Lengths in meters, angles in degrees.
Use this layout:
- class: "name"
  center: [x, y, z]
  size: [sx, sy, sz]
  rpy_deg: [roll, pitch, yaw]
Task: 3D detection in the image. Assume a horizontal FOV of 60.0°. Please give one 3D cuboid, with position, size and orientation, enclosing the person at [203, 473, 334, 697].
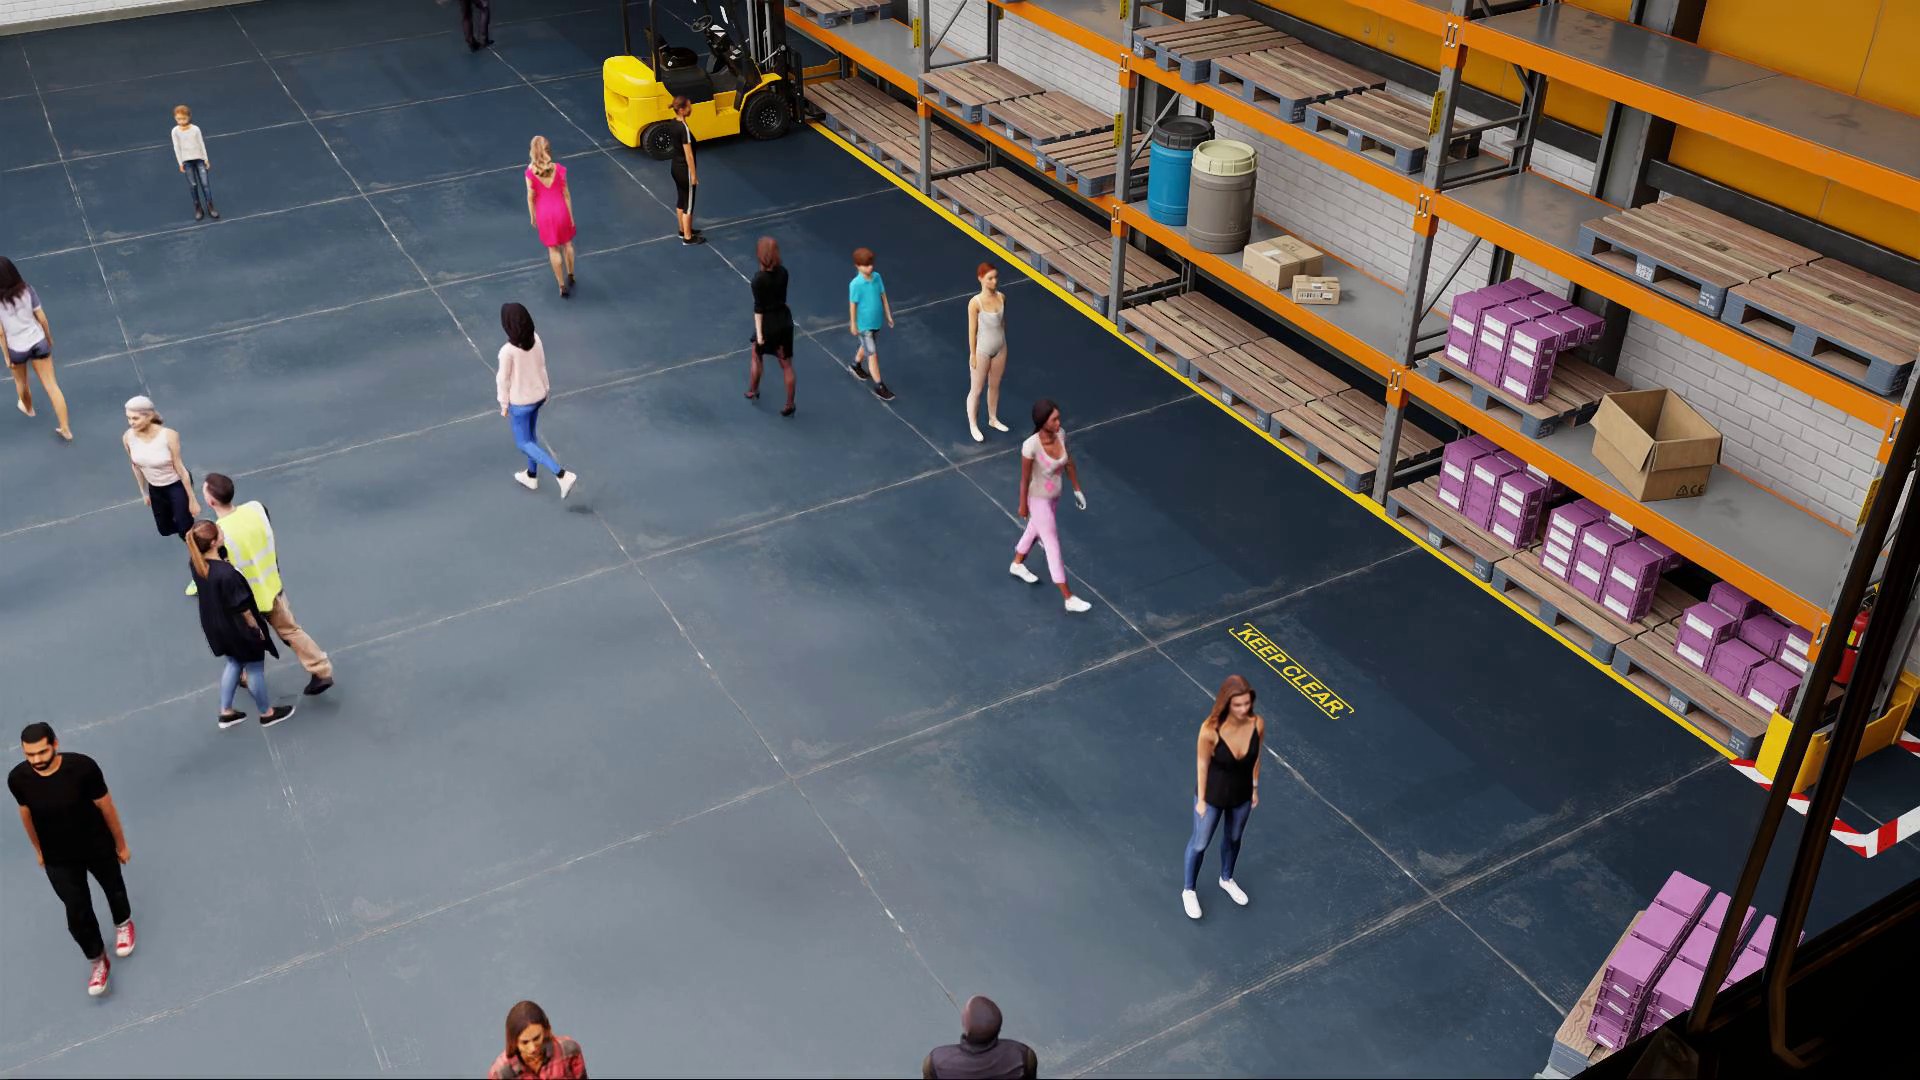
- class: "person"
  center: [-4.831, 0.362, 11.502]
  size: [1.233, 1.815, 1.066]
  rpy_deg: [16, 37, 22]

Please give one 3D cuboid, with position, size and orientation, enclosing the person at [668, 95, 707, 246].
- class: "person"
  center: [-3.048, -4.082, 18.322]
  size: [0.647, 1.667, 0.464]
  rpy_deg: [-16, 37, -22]

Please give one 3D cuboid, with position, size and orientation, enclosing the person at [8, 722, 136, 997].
- class: "person"
  center: [-5.056, 1.694, 9.561]
  size: [0.721, 1.745, 0.868]
  rpy_deg: [-12, 35, -17]

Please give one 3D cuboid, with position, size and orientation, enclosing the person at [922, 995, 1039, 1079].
- class: "person"
  center: [0.083, 2.792, 7.828]
  size: [0.775, 1.834, 0.716]
  rpy_deg: [-4, 34, -7]

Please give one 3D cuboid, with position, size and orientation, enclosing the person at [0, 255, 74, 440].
- class: "person"
  center: [-8.172, -1.652, 14.638]
  size: [0.752, 1.698, 1.101]
  rpy_deg: [-28, 42, -35]

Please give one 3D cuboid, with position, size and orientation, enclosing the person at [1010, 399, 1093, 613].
- class: "person"
  center: [0.572, -0.321, 12.636]
  size: [1.191, 1.698, 0.835]
  rpy_deg: [26, 41, 33]

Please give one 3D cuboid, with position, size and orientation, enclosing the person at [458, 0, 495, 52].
- class: "person"
  center: [-7.147, -7.983, 24.047]
  size: [0.868, 1.826, 0.912]
  rpy_deg: [6, 34, 9]

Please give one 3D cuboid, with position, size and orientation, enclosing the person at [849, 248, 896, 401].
- class: "person"
  center: [-0.890, -2.069, 15.518]
  size: [1.006, 1.418, 0.709]
  rpy_deg: [28, 42, 35]

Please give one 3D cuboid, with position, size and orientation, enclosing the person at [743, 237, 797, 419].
- class: "person"
  center: [-1.607, -1.876, 14.992]
  size: [0.949, 1.678, 0.746]
  rpy_deg: [27, 42, 35]

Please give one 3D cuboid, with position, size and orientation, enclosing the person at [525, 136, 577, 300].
- class: "person"
  center: [-4.174, -3.280, 17.071]
  size: [0.689, 1.716, 0.762]
  rpy_deg: [-8, 34, -11]

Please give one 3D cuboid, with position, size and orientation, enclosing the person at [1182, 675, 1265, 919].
- class: "person"
  center: [1.569, 1.497, 9.878]
  size: [0.630, 1.723, 0.579]
  rpy_deg: [-11, 35, -16]

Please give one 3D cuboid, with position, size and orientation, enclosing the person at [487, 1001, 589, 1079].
- class: "person"
  center: [-1.973, 2.791, 7.948]
  size: [0.607, 1.704, 0.607]
  rpy_deg: [-18, 37, -24]

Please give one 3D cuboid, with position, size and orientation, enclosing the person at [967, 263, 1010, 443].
- class: "person"
  center: [0.240, -1.681, 14.732]
  size: [0.566, 1.642, 0.516]
  rpy_deg: [-23, 40, -30]

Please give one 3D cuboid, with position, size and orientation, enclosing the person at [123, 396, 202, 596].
- class: "person"
  center: [-6.013, -0.411, 12.783]
  size: [0.897, 1.685, 0.981]
  rpy_deg: [2, 34, 4]

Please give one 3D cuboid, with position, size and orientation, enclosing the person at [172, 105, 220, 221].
- class: "person"
  center: [-8.762, -4.328, 19.011]
  size: [0.476, 1.314, 0.483]
  rpy_deg: [-16, 37, -22]

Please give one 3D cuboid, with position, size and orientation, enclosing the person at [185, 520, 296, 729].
- class: "person"
  center: [-4.964, 0.597, 11.267]
  size: [0.767, 1.683, 0.835]
  rpy_deg: [21, 39, 28]

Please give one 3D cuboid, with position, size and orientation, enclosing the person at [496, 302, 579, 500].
- class: "person"
  center: [-3.534, -1.114, 13.782]
  size: [1.115, 1.750, 0.947]
  rpy_deg: [18, 38, 25]
